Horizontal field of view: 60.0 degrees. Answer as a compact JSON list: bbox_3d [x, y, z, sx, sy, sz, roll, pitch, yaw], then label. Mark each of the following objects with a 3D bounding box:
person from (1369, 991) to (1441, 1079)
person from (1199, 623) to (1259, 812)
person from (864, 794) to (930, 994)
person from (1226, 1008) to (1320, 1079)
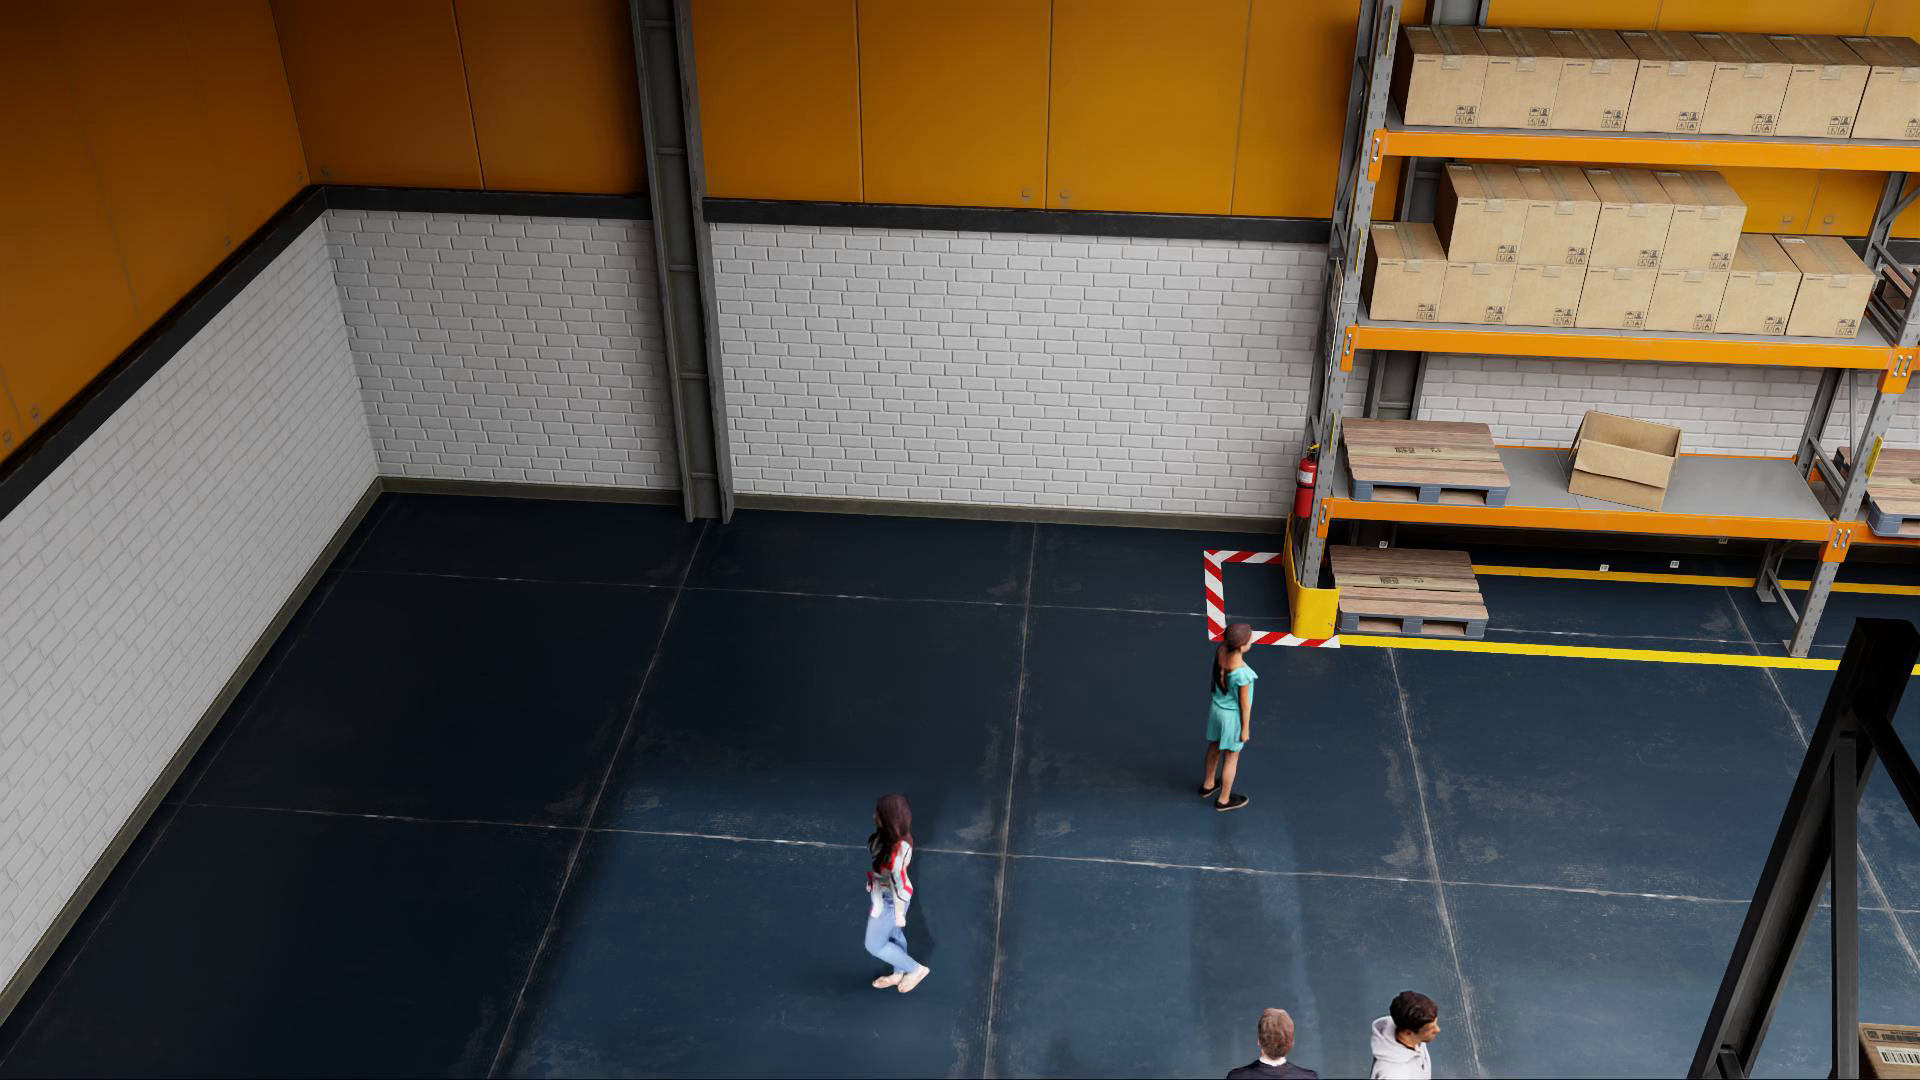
[{"bbox_3d":[2.217,3.044,8.671,0.635,1.931,0.704,7,34,10],"label":"person"},{"bbox_3d":[1.894,1.228,11.739,0.675,1.558,0.637,-18,38,-25],"label":"person"},{"bbox_3d":[-0.353,2.185,10.260,0.682,1.603,0.652,-4,34,-6],"label":"person"},{"bbox_3d":[1.604,3.157,8.615,0.825,1.805,0.744,1,34,2],"label":"person"}]
